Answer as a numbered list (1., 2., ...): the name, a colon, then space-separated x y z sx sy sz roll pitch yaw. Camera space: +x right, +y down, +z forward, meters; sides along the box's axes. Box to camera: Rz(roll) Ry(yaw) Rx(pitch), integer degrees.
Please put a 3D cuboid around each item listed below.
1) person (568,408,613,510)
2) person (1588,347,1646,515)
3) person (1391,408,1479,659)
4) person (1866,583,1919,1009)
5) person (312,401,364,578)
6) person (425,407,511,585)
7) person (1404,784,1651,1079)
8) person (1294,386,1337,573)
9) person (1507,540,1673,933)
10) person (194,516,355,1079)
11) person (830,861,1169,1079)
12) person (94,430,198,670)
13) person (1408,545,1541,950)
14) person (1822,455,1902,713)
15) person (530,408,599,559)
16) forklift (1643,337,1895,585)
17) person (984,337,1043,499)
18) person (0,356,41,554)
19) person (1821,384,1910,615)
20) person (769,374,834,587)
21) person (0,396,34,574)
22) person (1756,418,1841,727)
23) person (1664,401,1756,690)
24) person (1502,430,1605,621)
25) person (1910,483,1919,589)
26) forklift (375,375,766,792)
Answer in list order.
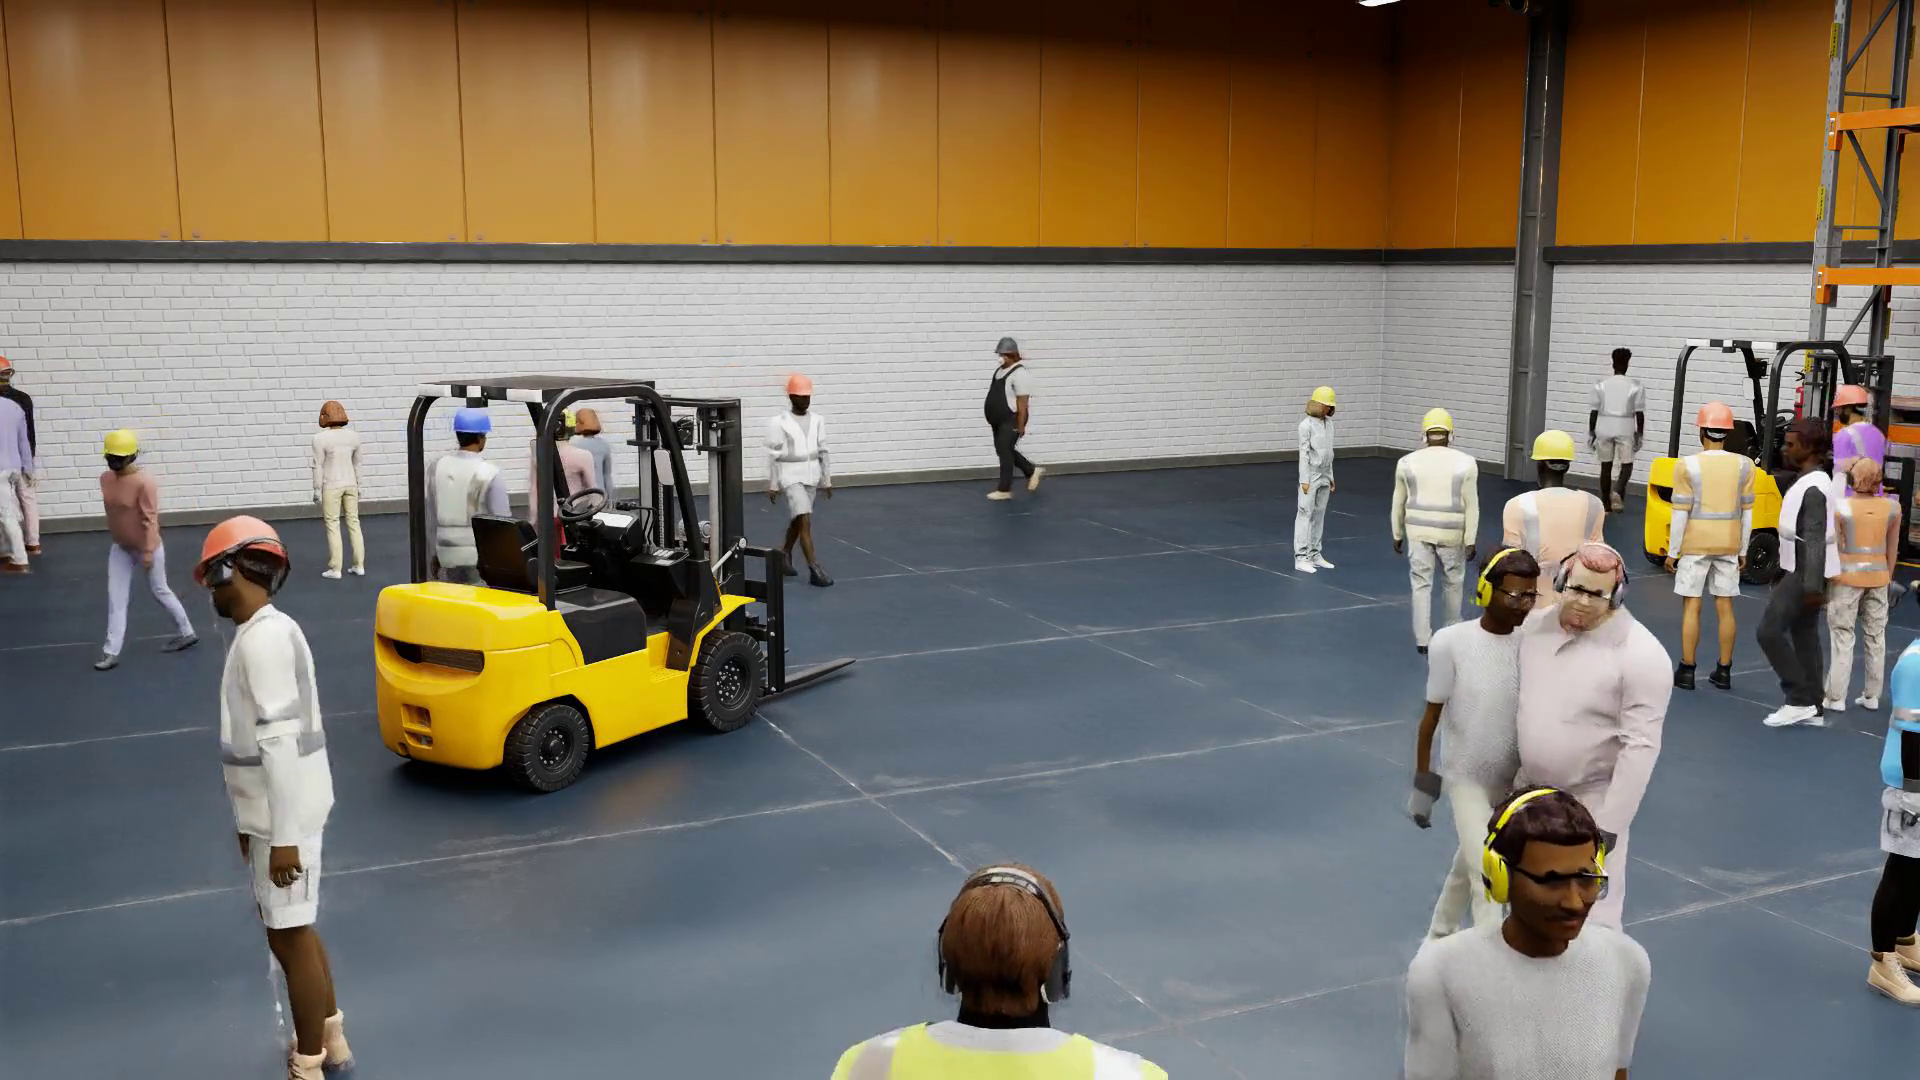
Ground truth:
1. person: -3.221 -0.361 14.656 0.727 1.611 0.498 5 11 29
2. person: 7.489 -1.229 19.001 0.608 1.952 0.553 5 10 29
3. person: 3.483 -0.062 12.155 0.625 1.810 0.690 4 10 24
4. person: 3.732 0.927 6.396 0.542 1.695 0.316 -9 12 -43
5. person: -5.692 -0.462 15.240 0.279 1.624 0.494 6 11 34
6. person: -3.175 0.093 10.834 0.641 1.934 0.429 4 10 23
7. person: 1.104 1.359 3.348 0.534 1.833 0.989 0 9 -1
8. person: 3.357 -0.571 15.571 0.485 1.736 0.308 -9 13 -44
9. person: 2.150 0.912 6.019 0.393 1.880 0.824 -5 10 -28
10. person: -2.279 0.931 5.514 0.384 1.990 0.707 -4 10 -24
11. person: 0.066 1.453 2.761 0.635 1.823 0.781 3 9 15
12. person: -5.899 0.039 11.900 0.563 1.699 0.890 3 10 19
13. person: 1.991 0.913 6.151 0.545 1.808 0.997 -2 9 -14
14. person: 5.682 0.286 10.544 0.513 1.642 0.313 -1 9 -5
15. person: -3.181 -0.200 13.316 0.538 1.727 0.896 1 9 8
16. forklift: 7.551 -0.789 15.507 2.313 2.155 1.214 -4 10 -25
17. person: 0.677 -1.529 20.569 0.771 2.000 0.692 -3 10 -20
18. person: -9.332 -0.811 16.292 0.403 1.988 0.616 2 9 13
19. person: 7.291 -0.302 13.405 0.544 1.897 0.696 -6 11 -34
20. person: -1.437 -0.555 15.022 0.558 1.890 0.977 -7 12 -38
21. person: -8.958 -0.625 15.367 0.685 1.906 0.620 1 9 9
22. person: 5.139 0.208 10.201 0.499 1.905 0.585 4 10 26
23. person: 5.002 0.042 11.137 0.543 1.940 0.361 0 9 2
24. person: 3.268 0.347 9.282 0.594 1.924 0.379 -2 9 -9
25. person: 8.606 -0.454 14.520 0.506 1.842 0.344 0 9 1
26. forklift: -2.268 0.149 9.685 1.214 2.155 2.313 6 11 32
